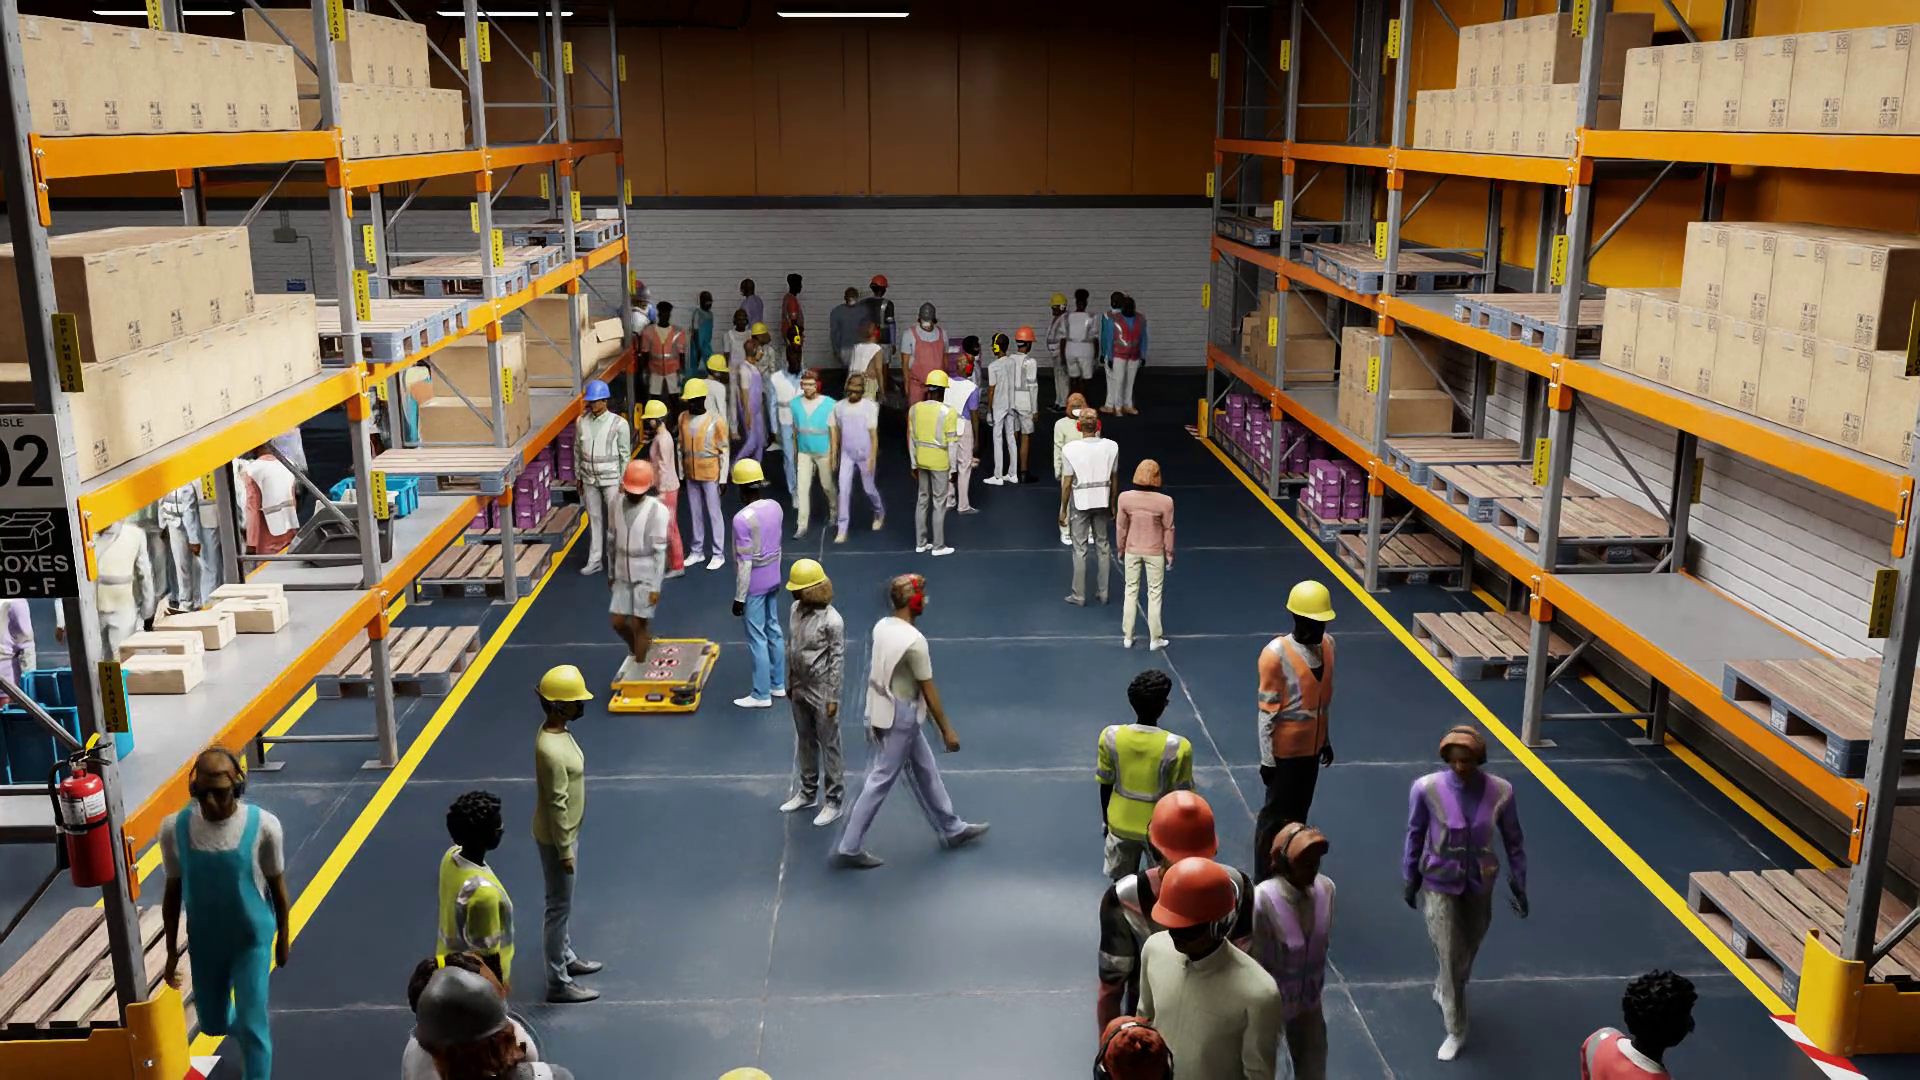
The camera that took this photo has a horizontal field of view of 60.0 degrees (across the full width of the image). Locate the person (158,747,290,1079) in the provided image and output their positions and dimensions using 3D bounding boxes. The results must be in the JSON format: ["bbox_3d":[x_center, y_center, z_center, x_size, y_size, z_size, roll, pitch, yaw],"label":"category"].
[{"bbox_3d":[-3.201,1.734,7.345,0.519,1.827,0.728,-1,14,-6],"label":"person"}]

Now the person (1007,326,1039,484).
[{"bbox_3d":[0.776,-1.661,20.470,0.387,1.929,0.543,-12,18,-39],"label":"person"}]

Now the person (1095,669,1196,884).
[{"bbox_3d":[0.957,1.489,8.570,0.533,1.692,0.319,7,16,26],"label":"person"}]

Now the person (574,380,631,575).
[{"bbox_3d":[-3.493,-0.600,16.257,0.605,1.949,0.384,5,15,18],"label":"person"}]

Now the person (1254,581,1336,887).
[{"bbox_3d":[1.923,1.152,9.423,0.593,1.925,0.384,-12,18,-39],"label":"person"}]

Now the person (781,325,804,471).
[{"bbox_3d":[-2.099,-1.801,21.148,0.333,1.863,0.505,-7,16,-27],"label":"person"}]

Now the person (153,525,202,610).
[{"bbox_3d":[-7.260,-0.327,15.295,0.895,1.886,0.606,13,20,42],"label":"person"}]

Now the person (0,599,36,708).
[{"bbox_3d":[-6.045,0.912,10.365,0.588,1.927,0.365,1,14,4],"label":"person"}]

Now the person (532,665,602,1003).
[{"bbox_3d":[-2.002,1.484,8.462,0.339,1.761,0.524,-3,15,-11],"label":"person"}]

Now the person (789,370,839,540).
[{"bbox_3d":[-1.541,-0.956,17.949,0.601,1.800,0.946,5,15,18],"label":"person"}]

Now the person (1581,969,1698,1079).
[{"bbox_3d":[2.267,2.237,5.640,0.322,1.689,0.530,-4,15,-14],"label":"person"}]

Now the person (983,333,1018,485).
[{"bbox_3d":[0.516,-1.598,20.360,0.510,1.860,0.333,-12,19,-40],"label":"person"}]

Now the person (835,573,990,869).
[{"bbox_3d":[-0.317,1.083,9.984,1.024,1.781,0.578,-4,15,-17],"label":"person"}]

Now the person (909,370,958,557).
[{"bbox_3d":[-0.256,-0.795,17.115,0.586,1.908,0.424,10,18,35],"label":"person"}]

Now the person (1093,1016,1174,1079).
[{"bbox_3d":[0.513,2.309,4.985,0.580,1.879,0.351,0,14,-1],"label":"person"}]

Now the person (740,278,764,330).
[{"bbox_3d":[-3.307,-3.186,26.451,0.367,1.933,0.627,4,15,15],"label":"person"}]

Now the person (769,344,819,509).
[{"bbox_3d":[-1.918,-1.337,19.232,0.591,1.907,0.532,-4,15,-16],"label":"person"}]

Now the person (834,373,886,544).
[{"bbox_3d":[-1.067,-0.905,17.745,0.518,1.808,0.819,4,15,15],"label":"person"}]

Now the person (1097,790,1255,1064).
[{"bbox_3d":[0.827,1.892,6.320,0.612,2.030,0.403,-3,15,-13],"label":"person"}]

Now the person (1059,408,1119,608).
[{"bbox_3d":[1.186,-0.288,15.251,0.565,1.838,0.384,-5,15,-19],"label":"person"}]

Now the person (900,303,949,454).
[{"bbox_3d":[-0.427,-2.166,22.220,0.683,2.000,0.536,-6,15,-21],"label":"person"}]

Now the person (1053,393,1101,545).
[{"bbox_3d":[1.234,-0.752,17.513,0.509,1.621,0.289,-1,14,-6],"label":"person"}]

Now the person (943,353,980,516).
[{"bbox_3d":[0.002,-1.187,18.800,0.392,1.837,0.560,-12,19,-40],"label":"person"}]

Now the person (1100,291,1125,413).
[{"bbox_3d":[2.380,-2.863,25.353,0.625,1.846,0.429,-8,17,-30],"label":"person"}]

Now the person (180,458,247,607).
[{"bbox_3d":[-6.432,-0.096,14.372,0.410,1.908,0.598,7,16,24],"label":"person"}]

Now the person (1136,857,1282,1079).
[{"bbox_3d":[0.832,2.034,5.848,0.407,1.986,0.616,-13,19,-41],"label":"person"}]

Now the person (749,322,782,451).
[{"bbox_3d":[-2.669,-2.072,22.474,0.486,1.735,0.338,13,19,41],"label":"person"}]

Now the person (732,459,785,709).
[{"bbox_3d":[-1.560,0.330,12.653,0.376,1.922,0.593,6,16,23],"label":"person"}]

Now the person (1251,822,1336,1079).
[{"bbox_3d":[1.327,1.920,7.032,0.519,1.609,0.734,-8,16,-27],"label":"person"}]

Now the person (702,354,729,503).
[{"bbox_3d":[-2.941,-1.305,19.446,0.675,1.746,0.392,13,19,41],"label":"person"}]

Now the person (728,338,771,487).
[{"bbox_3d":[-2.552,-1.532,20.179,0.472,1.813,0.589,5,15,20],"label":"person"}]
